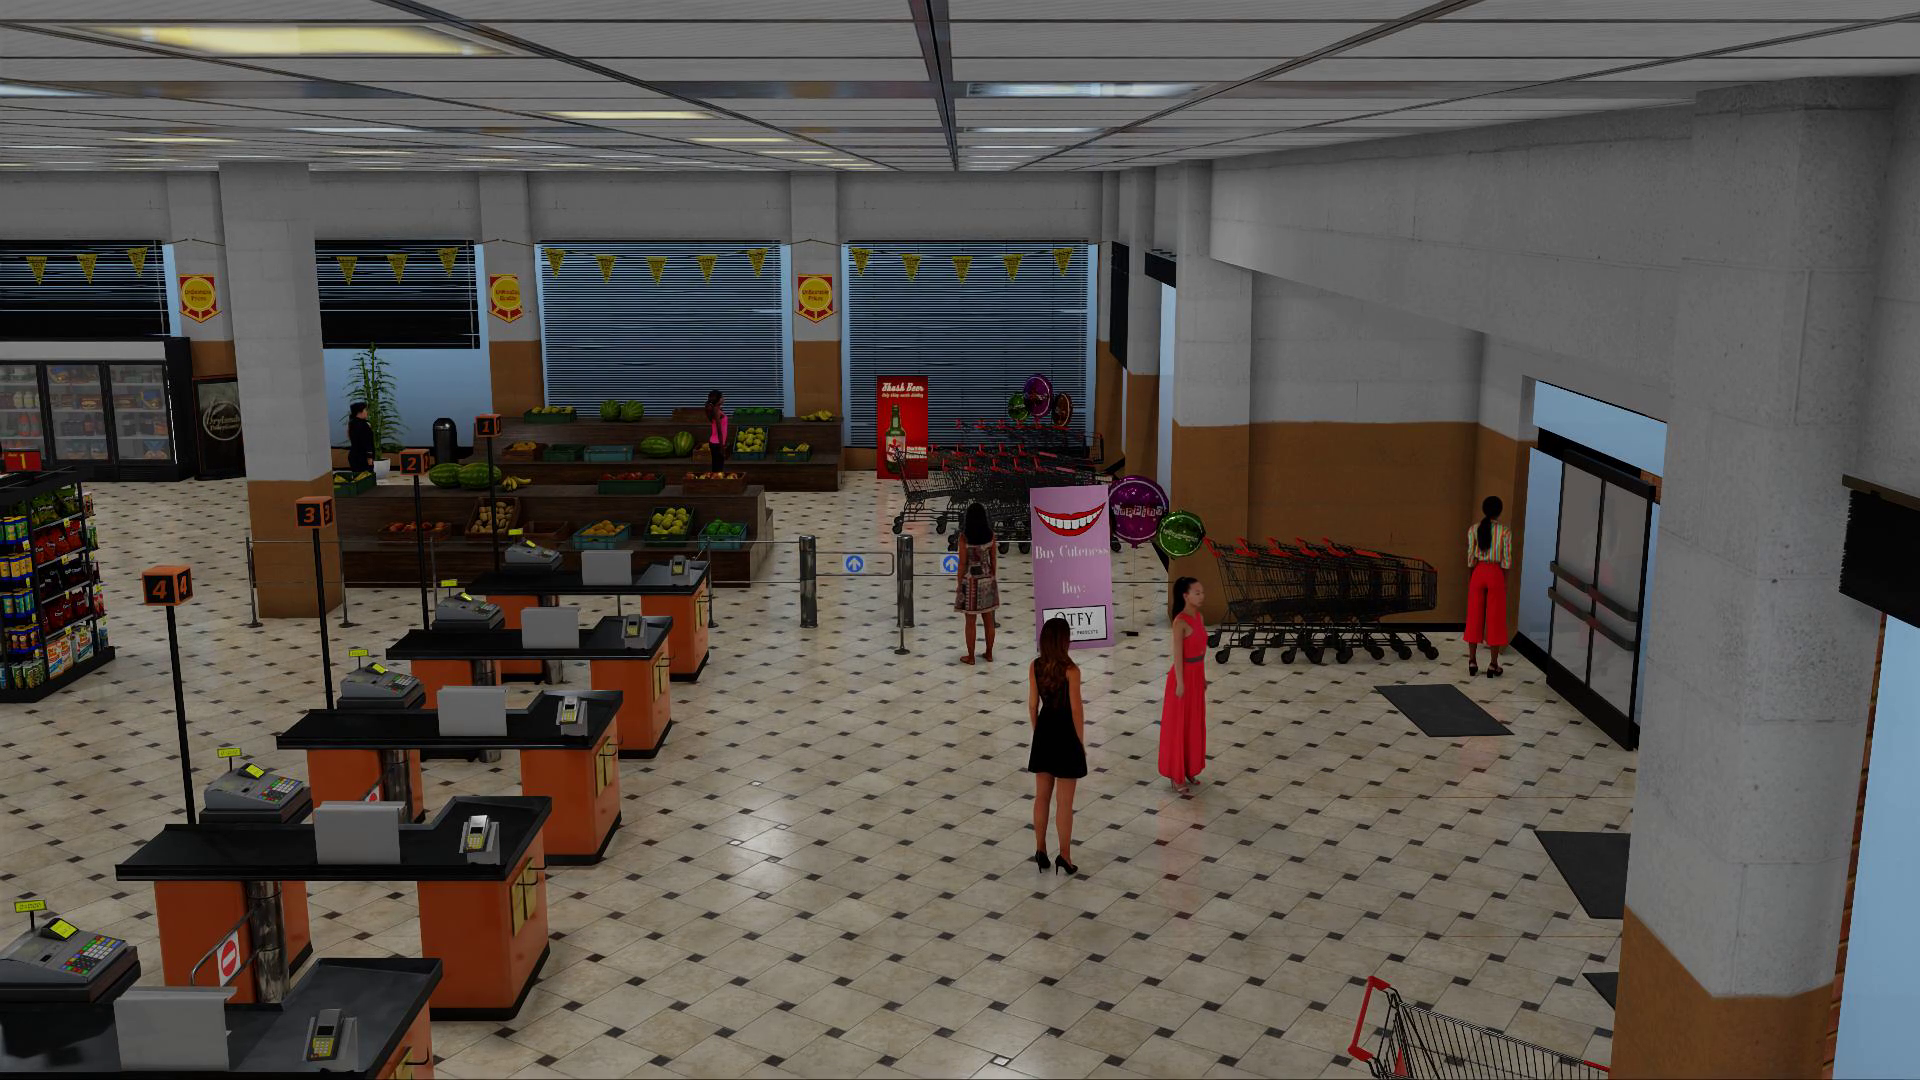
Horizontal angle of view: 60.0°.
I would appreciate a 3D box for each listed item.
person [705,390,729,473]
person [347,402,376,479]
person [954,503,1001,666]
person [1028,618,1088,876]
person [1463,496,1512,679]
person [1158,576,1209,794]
[{"bbox_3d":[-3.715,-1.439,25.426,0.633,1.724,0.616,-4,12,-17],"label":"person"},{"bbox_3d":[-8.762,-1.186,24.351,0.837,1.671,0.802,-9,15,-37],"label":"person"},{"bbox_3d":[0.173,0.430,16.738,0.631,1.645,0.784,-6,13,-25],"label":"person"},{"bbox_3d":[0.664,1.430,11.528,0.633,1.835,0.728,8,14,33],"label":"person"},{"bbox_3d":[5.170,0.448,16.292,0.648,1.793,0.748,8,14,32],"label":"person"},{"bbox_3d":[1.799,1.133,13.200,0.750,1.727,0.714,9,15,35],"label":"person"}]
